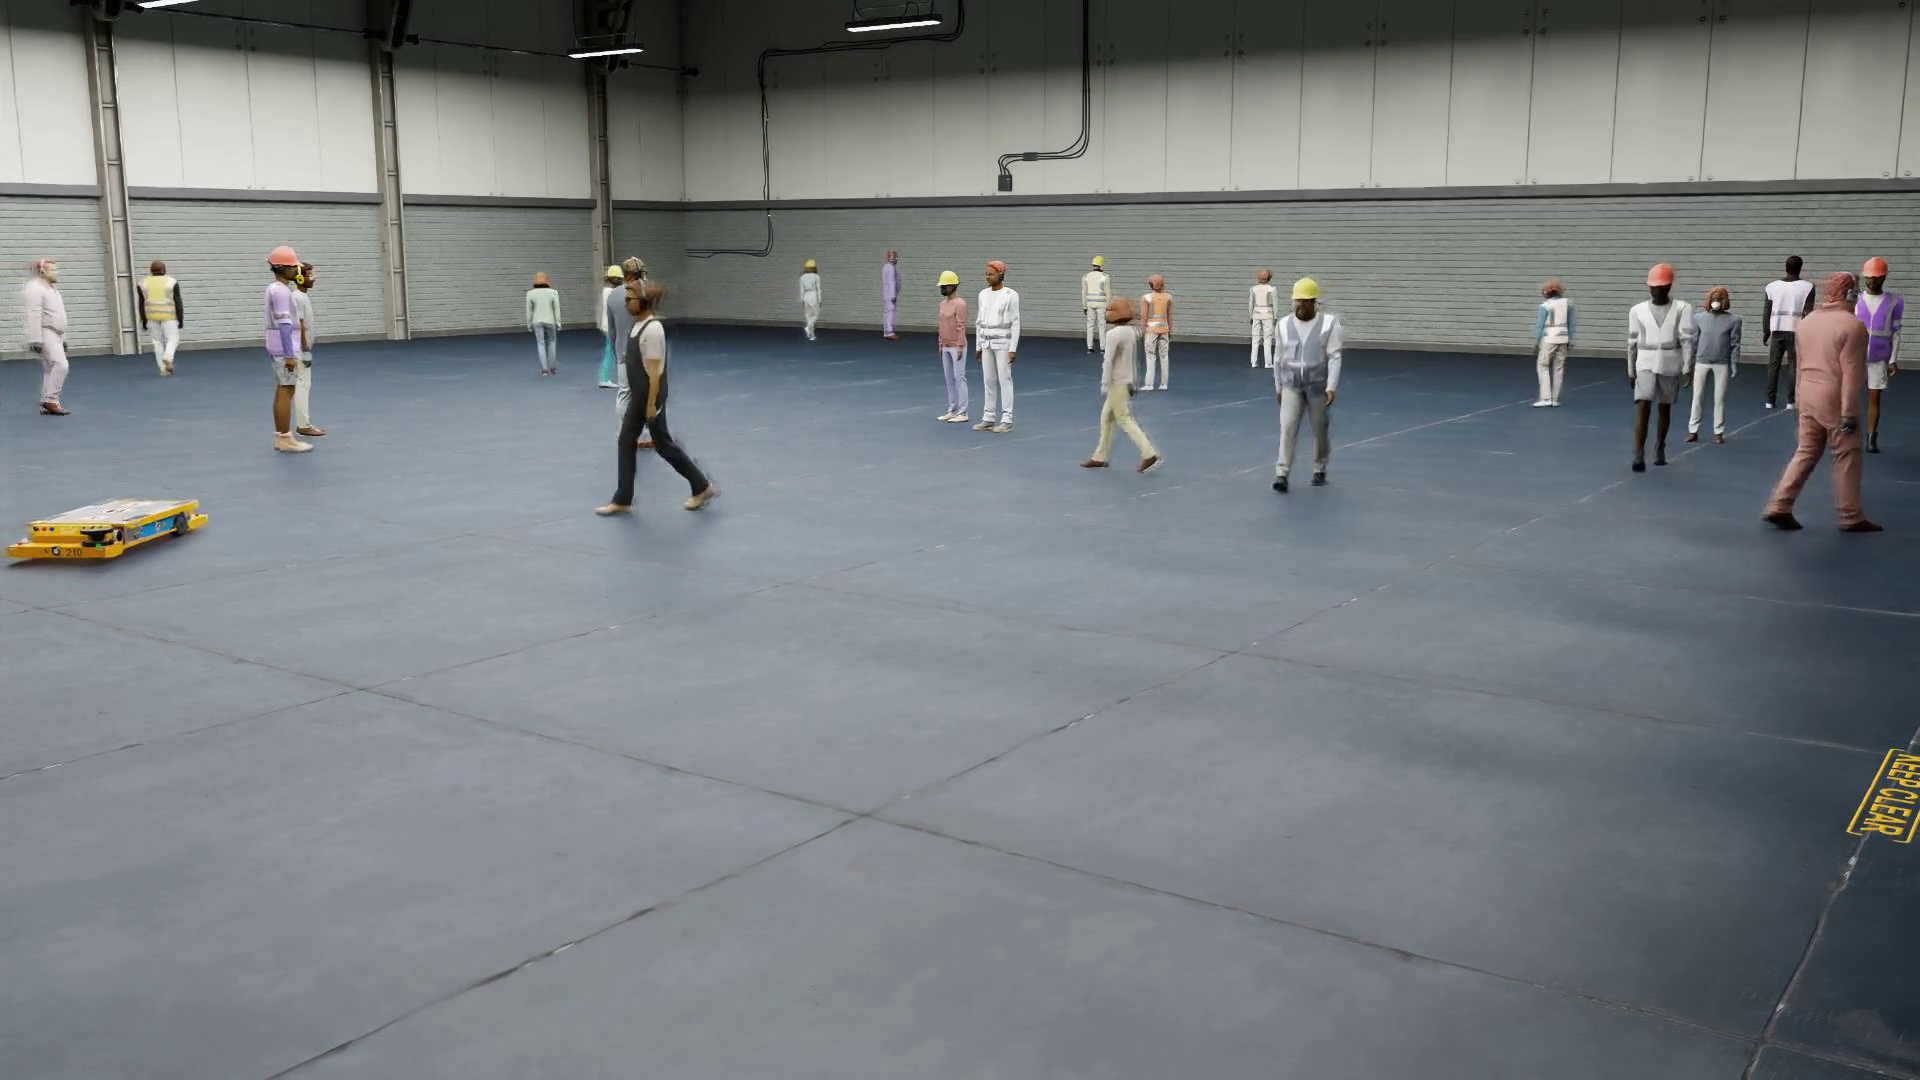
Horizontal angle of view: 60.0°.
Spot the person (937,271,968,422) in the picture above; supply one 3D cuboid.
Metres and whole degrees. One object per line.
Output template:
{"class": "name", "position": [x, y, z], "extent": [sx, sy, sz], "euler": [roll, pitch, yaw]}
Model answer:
{"class": "person", "position": [-0.103, -2.247, 19.372], "extent": [0.341, 1.757, 0.518], "euler": [-6, 12, -31]}

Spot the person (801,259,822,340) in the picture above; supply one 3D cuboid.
{"class": "person", "position": [-3.210, -5.134, 35.601], "extent": [0.498, 1.725, 0.494], "euler": [5, 11, 26]}

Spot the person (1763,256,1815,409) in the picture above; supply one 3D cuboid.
{"class": "person", "position": [10.421, -2.607, 20.939], "extent": [0.599, 1.916, 0.377], "euler": [9, 14, 42]}

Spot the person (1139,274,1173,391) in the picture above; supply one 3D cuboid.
{"class": "person", "position": [2.762, -2.911, 23.412], "extent": [0.514, 1.643, 0.307], "euler": [-5, 11, -25]}

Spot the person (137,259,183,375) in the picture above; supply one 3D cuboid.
{"class": "person", "position": [-12.525, -3.477, 26.069], "extent": [0.635, 1.825, 0.622], "euler": [-2, 10, -12]}

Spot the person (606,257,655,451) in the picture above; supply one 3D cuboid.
{"class": "person", "position": [-3.253, -1.854, 16.661], "extent": [0.630, 1.940, 0.372], "euler": [7, 12, 34]}

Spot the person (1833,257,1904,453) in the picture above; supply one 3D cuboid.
{"class": "person", "position": [9.018, -1.827, 16.514], "extent": [0.549, 1.936, 0.377], "euler": [5, 11, 28]}

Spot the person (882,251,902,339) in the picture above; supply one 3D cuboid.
{"class": "person", "position": [-1.475, -5.308, 36.095], "extent": [0.399, 1.909, 0.642], "euler": [-3, 10, -14]}

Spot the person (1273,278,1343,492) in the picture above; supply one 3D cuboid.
{"class": "person", "position": [2.913, -1.299, 14.002], "extent": [0.595, 1.786, 0.947], "euler": [4, 11, 23]}

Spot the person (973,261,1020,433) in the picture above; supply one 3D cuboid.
{"class": "person", "position": [0.396, -2.125, 18.330], "extent": [0.584, 1.882, 0.346], "euler": [9, 14, 42]}

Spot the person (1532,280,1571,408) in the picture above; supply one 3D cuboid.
{"class": "person", "position": [7.496, -2.465, 21.011], "extent": [0.589, 1.614, 0.358], "euler": [-4, 11, -22]}

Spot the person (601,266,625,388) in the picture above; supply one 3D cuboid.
{"class": "person", "position": [-4.861, -3.040, 23.812], "extent": [0.709, 1.741, 0.541], "euler": [1, 10, 6]}

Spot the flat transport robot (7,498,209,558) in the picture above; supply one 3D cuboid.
{"class": "flat transport robot", "position": [-5.848, -0.096, 11.484], "extent": [0.652, 0.197, 1.431], "euler": [0, 10, 1]}

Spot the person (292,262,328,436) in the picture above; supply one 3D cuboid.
{"class": "person", "position": [-7.083, -2.059, 17.998], "extent": [0.335, 1.873, 0.521], "euler": [-4, 11, -22]}

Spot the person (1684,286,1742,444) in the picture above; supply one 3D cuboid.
{"class": "person", "position": [7.833, -1.818, 17.313], "extent": [0.507, 1.630, 0.268], "euler": [6, 12, 31]}

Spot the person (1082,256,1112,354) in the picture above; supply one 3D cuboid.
{"class": "person", "position": [2.596, -4.422, 31.338], "extent": [0.586, 1.835, 0.404], "euler": [5, 11, 28]}

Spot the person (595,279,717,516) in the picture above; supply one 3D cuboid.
{"class": "person", "position": [-2.333, -1.089, 12.745], "extent": [0.907, 1.816, 0.518], "euler": [-5, 11, -26]}

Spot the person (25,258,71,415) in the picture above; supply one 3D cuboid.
{"class": "person", "position": [-10.947, -2.440, 20.077], "extent": [0.504, 1.889, 0.680], "euler": [-2, 10, -9]}

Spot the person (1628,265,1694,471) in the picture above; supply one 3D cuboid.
{"class": "person", "position": [6.433, -1.583, 15.323], "extent": [0.563, 1.885, 1.012], "euler": [4, 11, 23]}

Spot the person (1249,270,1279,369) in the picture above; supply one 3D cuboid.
{"class": "person", "position": [5.041, -3.662, 27.625], "extent": [0.525, 1.639, 0.307], "euler": [7, 13, 36]}

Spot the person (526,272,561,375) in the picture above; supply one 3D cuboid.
{"class": "person", "position": [-6.616, -3.442, 26.453], "extent": [0.532, 1.601, 0.752], "euler": [-2, 10, -12]}

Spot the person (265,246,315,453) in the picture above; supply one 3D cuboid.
{"class": "person", "position": [-6.692, -1.889, 16.564], "extent": [0.396, 2.042, 0.610], "euler": [-5, 11, -28]}

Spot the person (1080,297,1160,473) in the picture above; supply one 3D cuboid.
{"class": "person", "position": [1.480, -1.412, 15.133], "extent": [0.810, 1.597, 0.508], "euler": [5, 11, 28]}

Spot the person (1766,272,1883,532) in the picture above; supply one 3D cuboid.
{"class": "person", "position": [6.260, -0.982, 11.956], "extent": [0.811, 1.881, 0.660], "euler": [-2, 10, -11]}
